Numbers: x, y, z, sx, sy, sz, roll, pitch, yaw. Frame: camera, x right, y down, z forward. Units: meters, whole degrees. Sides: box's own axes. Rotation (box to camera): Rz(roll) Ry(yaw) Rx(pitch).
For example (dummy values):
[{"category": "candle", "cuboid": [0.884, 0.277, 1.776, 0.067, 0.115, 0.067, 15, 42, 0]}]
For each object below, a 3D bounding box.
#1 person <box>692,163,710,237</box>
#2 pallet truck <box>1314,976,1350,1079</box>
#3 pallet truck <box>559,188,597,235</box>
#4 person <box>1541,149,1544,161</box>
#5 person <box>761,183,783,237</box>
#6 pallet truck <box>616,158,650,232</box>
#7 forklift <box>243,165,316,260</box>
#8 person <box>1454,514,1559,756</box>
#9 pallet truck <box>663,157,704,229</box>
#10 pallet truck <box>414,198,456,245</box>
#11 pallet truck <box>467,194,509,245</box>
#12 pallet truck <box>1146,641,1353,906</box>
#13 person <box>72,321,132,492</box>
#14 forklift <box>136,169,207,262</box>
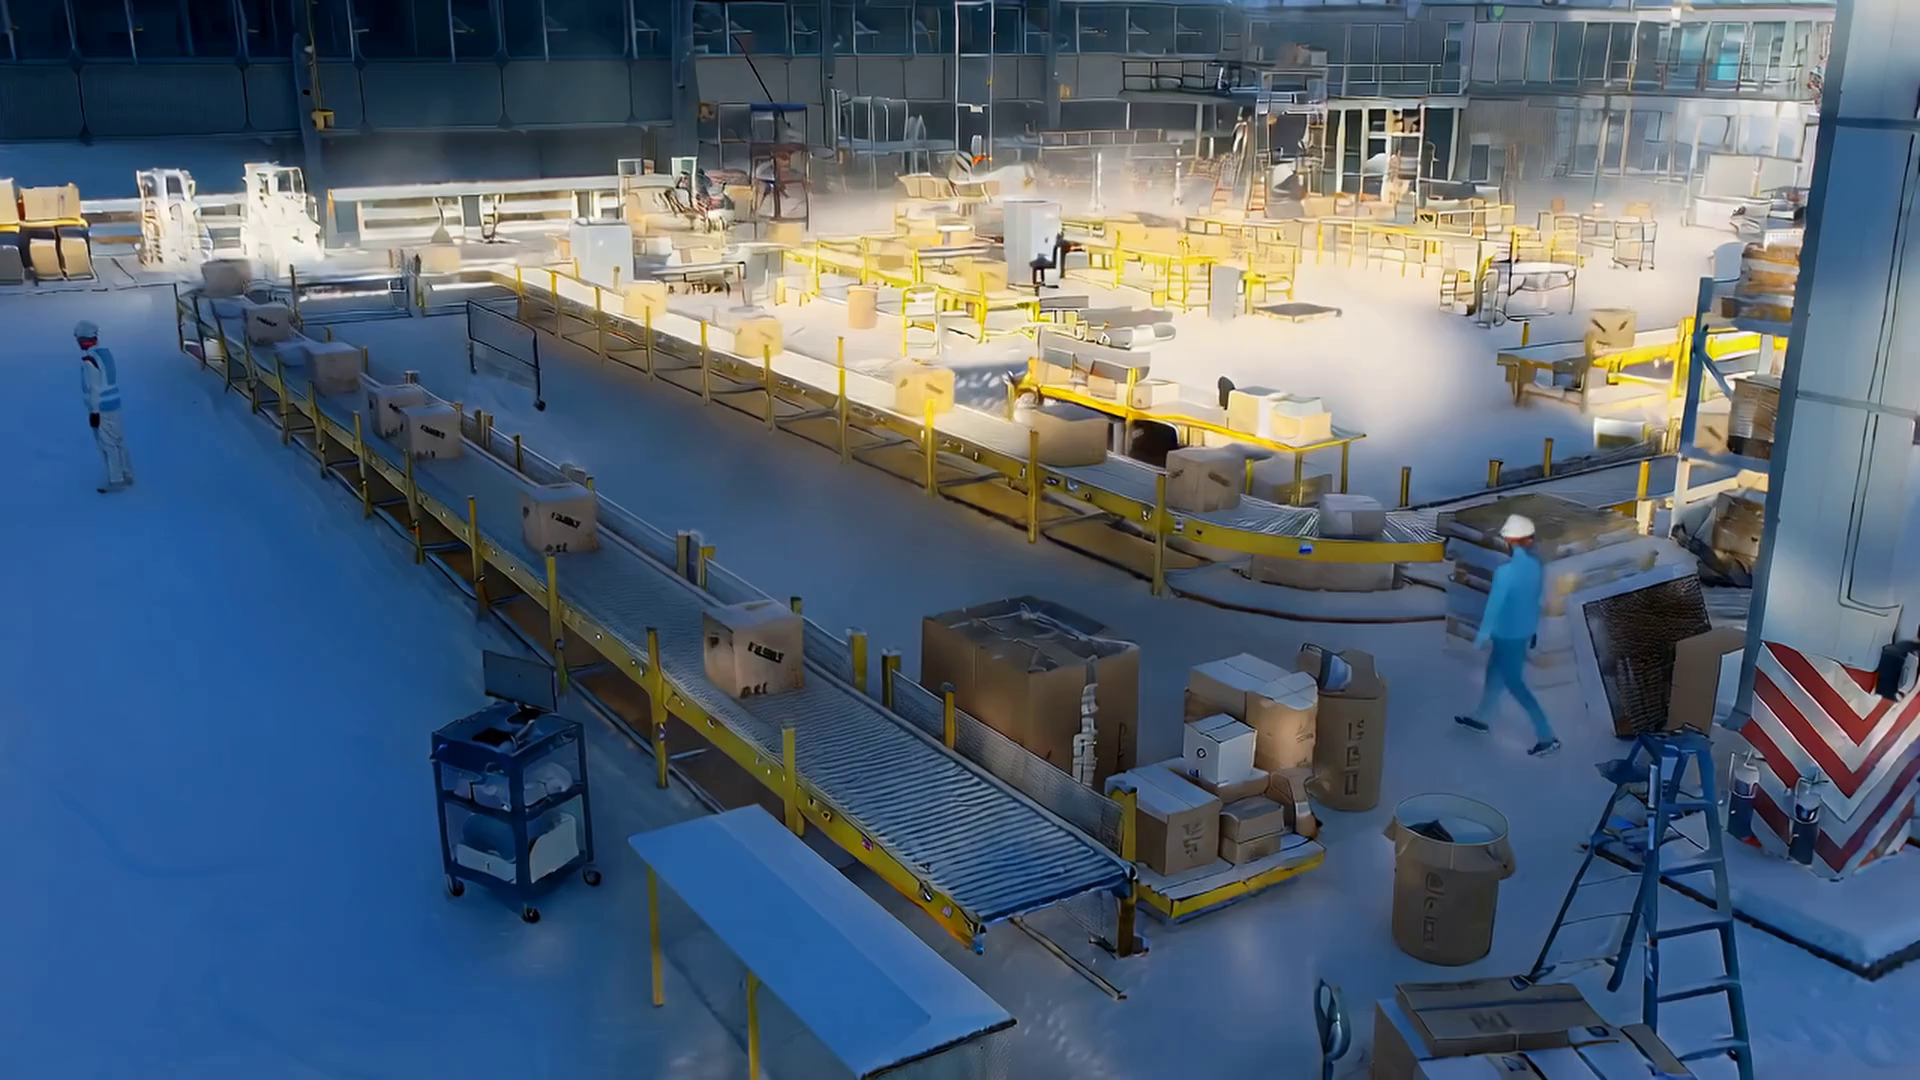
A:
[{"category": "person", "cuboid": [-6.746, -8.807, 43.174, 0.408, 1.913, 0.641, -15, 22, -40]}, {"category": "pallet truck", "cuboid": [2.299, 2.390, 7.086, 1.601, 1.201, 0.680, -2, 17, -7]}, {"category": "pallet truck", "cuboid": [-10.010, -8.652, 43.699, 0.653, 1.274, 1.630, -10, 20, -31]}, {"category": "person", "cuboid": [21.835, -14.493, 62.573, 0.496, 1.625, 0.287, 9, 19, 27]}, {"category": "person", "cuboid": [-4.637, -8.284, 41.207, 0.615, 2.041, 0.385, -7, 18, -23]}, {"category": "pallet truck", "cuboid": [-8.918, -9.176, 44.255, 0.823, 1.965, 1.885, -9, 19, -27]}, {"category": "forklift", "cuboid": [-15.898, -7.669, 38.708, 1.157, 1.987, 2.680, -11, 20, -33]}, {"category": "person", "cuboid": [4.008, 0.670, 11.945, 0.525, 1.729, 0.870, -16, 23, -42]}, {"category": "pallet truck", "cuboid": [-7.586, -9.308, 44.692, 0.823, 1.965, 1.885, -11, 20, -33]}, {"category": "pallet truck", "cuboid": [-13.250, -8.060, 41.856, 0.680, 1.201, 1.601, -10, 20, -31]}, {"category": "pallet truck", "cuboid": [-11.983, -8.177, 42.137, 0.704, 1.261, 1.522, -11, 20, -33]}, {"category": "pallet truck", "cuboid": [1.664, 1.407, 10.232, 1.630, 1.274, 0.653, -10, 20, -31]}, {"category": "person", "cuboid": [-9.728, -1.512, 18.840, 0.408, 1.942, 0.615, -2, 17, -6]}, {"category": "forklift", "cuboid": [-17.842, -7.318, 37.559, 1.157, 1.987, 2.680, -10, 20, -31]}]
